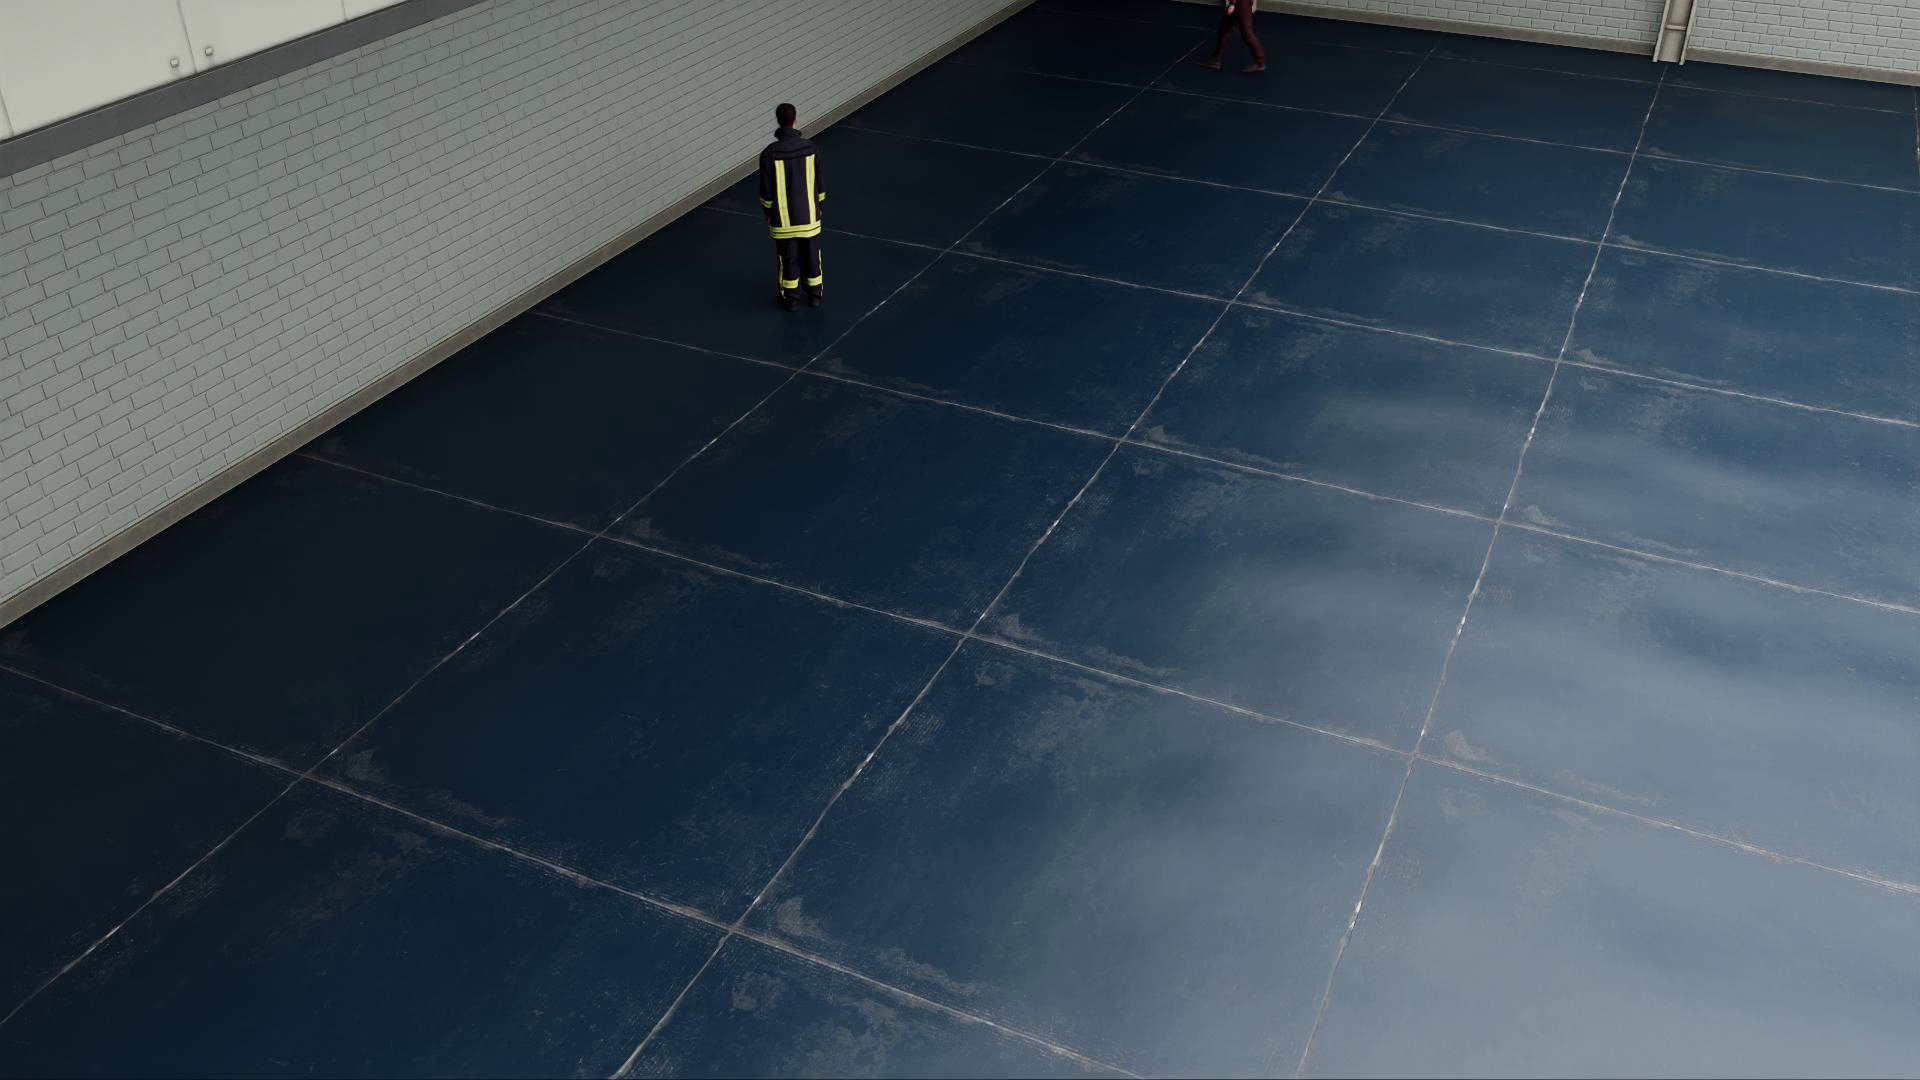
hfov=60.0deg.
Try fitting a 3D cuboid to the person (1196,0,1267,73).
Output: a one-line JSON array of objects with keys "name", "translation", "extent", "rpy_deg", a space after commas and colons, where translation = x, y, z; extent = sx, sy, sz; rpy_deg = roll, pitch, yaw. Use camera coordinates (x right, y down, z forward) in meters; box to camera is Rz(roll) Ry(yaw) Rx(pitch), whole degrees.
[{"name": "person", "translation": [3.721, -6.965, 21.548], "extent": [1.249, 1.821, 0.982], "rpy_deg": [2, 32, 3]}]

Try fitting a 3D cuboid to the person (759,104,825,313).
[{"name": "person", "translation": [-1.520, -3.036, 15.227], "extent": [0.881, 1.921, 0.936], "rpy_deg": [-12, 34, -18]}]
